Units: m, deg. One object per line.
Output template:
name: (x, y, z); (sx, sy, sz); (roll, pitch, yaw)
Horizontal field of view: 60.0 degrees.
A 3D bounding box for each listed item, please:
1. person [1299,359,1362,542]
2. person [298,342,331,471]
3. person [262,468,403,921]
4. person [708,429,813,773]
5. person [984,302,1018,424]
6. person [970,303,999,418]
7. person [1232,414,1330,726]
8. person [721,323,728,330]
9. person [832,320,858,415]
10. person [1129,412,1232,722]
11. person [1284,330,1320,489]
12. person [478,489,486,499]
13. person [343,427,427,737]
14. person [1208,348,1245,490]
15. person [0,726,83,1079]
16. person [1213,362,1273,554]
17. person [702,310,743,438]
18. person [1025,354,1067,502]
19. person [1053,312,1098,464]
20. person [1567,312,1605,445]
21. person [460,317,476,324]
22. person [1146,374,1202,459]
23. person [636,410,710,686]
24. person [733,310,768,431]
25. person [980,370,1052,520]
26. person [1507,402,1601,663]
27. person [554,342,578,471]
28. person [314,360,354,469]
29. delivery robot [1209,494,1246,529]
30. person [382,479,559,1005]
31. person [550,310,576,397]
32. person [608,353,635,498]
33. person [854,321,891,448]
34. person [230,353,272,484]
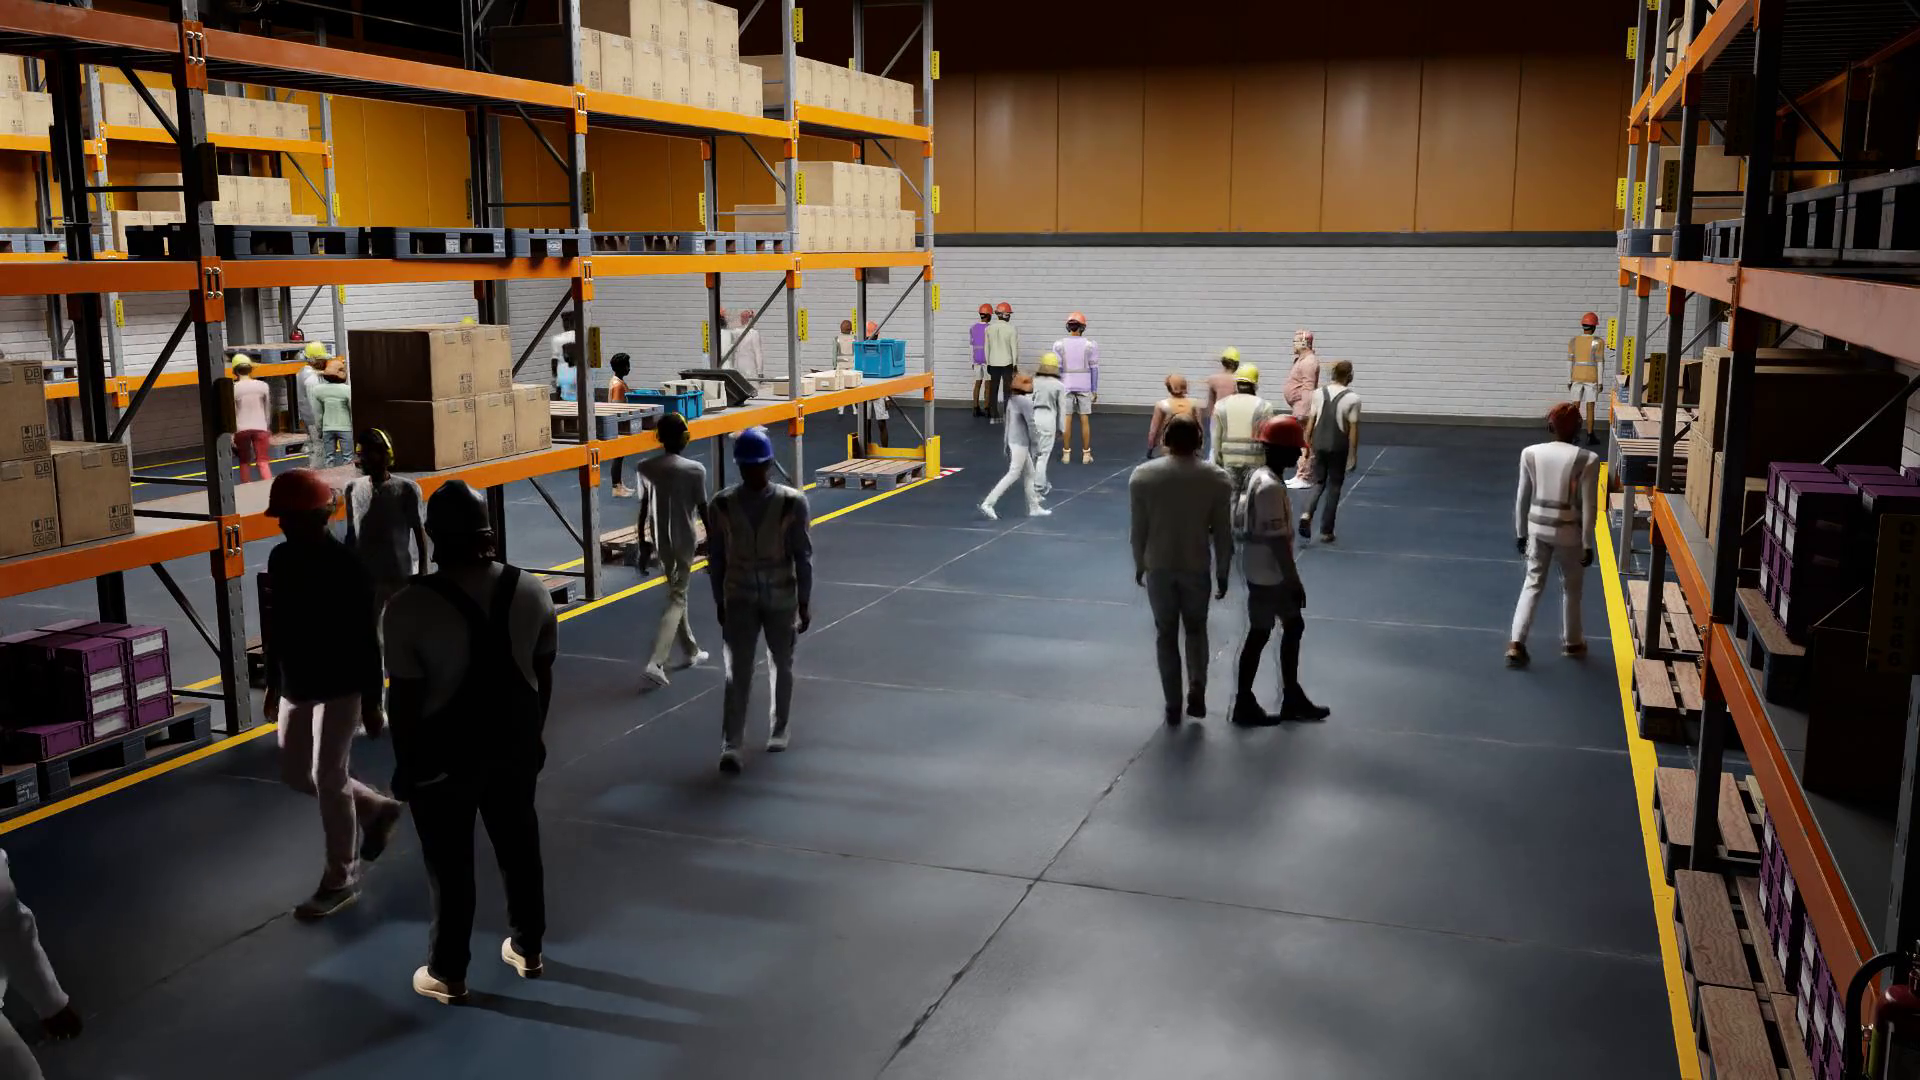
person: (3.619, -0.856, 16.282); (0.571, 1.816, 0.561); (8, 13, 36)
person: (-7.453, -1.382, 19.285); (0.426, 1.808, 0.646); (-4, 11, -23)
person: (-2.785, 0.640, 7.411); (0.660, 1.973, 0.646); (6, 12, 29)
person: (-1.122, 0.341, 9.297); (0.607, 1.901, 0.970); (0, 10, 0)
person: (0.690, -2.884, 27.197); (0.612, 1.991, 0.392); (6, 12, 32)
person: (0.432, -3.053, 28.303); (0.552, 1.935, 0.370); (9, 13, 41)
person: (1.995, 0.202, 10.041); (0.708, 1.914, 0.559); (2, 10, 13)
person: (-4.045, -2.903, 28.298); (0.546, 1.625, 0.357); (7, 12, 34)
person: (-1.938, -2.956, 28.595); (0.514, 1.642, 0.310); (0, 10, 1)
person: (1.340, 0.175, 10.195); (0.629, 1.919, 0.467); (1, 10, 6)
person: (4.107, -1.571, 20.046); (0.409, 1.907, 0.649); (1, 10, 8)
person: (-4.990, -1.024, 17.216); (0.651, 1.811, 0.850); (7, 12, 36)
person: (-3.414, 0.255, 9.881); (0.530, 1.864, 0.313); (1, 10, 7)
person: (3.155, -1.396, 19.568); (0.540, 1.713, 0.916); (7, 12, 34)
person: (-2.706, 1.238, 4.490); (0.559, 1.819, 1.041); (10, 14, 43)
person: (2.679, -0.750, 15.633); (0.592, 1.833, 0.403); (6, 11, 28)
person: (-3.649, -2.536, 25.294); (0.616, 1.981, 1.082); (-9, 13, -41)
person: (0.976, -1.301, 19.173); (0.503, 1.668, 0.873); (4, 11, 23)
person: (1.548, -2.031, 22.283); (0.606, 2.033, 0.403); (2, 10, 9)
person: (9.190, -2.364, 24.418); (0.542, 1.939, 0.366); (9, 14, 43)
person: (-7.928, -2.719, 26.909); (0.317, 1.768, 0.527); (-2, 10, -11)
person: (2.184, -0.912, 17.182); (0.512, 1.601, 0.811); (-4, 11, -22)
person: (-1.922, 0.042, 11.200); (0.534, 1.828, 0.963); (3, 11, 18)
person: (-3.318, -2.665, 26.229); (0.670, 1.905, 0.402); (8, 13, 39)
person: (0.582, -1.018, 17.797); (0.828, 1.596, 0.500); (-3, 11, -19)
person: (4.162, -0.046, 11.630); (0.592, 1.851, 0.880); (9, 13, 41)
person: (-5.084, -1.738, 21.671); (0.546, 1.653, 0.850); (9, 13, 41)
person: (-7.022, -1.214, 18.802); (0.507, 1.632, 0.285); (1, 10, 4)
delivery robot: (2.592, -0.317, 16.525); (0.477, 0.478, 0.707); (8, 13, 37)
person: (-1.937, 0.768, 6.494); (0.682, 2.000, 0.537); (-9, 14, -43)
person: (-5.902, -2.499, 25.174); (0.603, 1.943, 0.444); (-9, 13, -40)
person: (-3.944, -1.332, 19.313); (0.321, 1.689, 0.530); (-2, 10, -11)
person: (-1.157, -1.906, 21.872); (0.541, 1.932, 0.382); (3, 11, 17)
person: (-7.908, -1.216, 18.557); (0.510, 1.723, 0.692); (-7, 12, -34)
